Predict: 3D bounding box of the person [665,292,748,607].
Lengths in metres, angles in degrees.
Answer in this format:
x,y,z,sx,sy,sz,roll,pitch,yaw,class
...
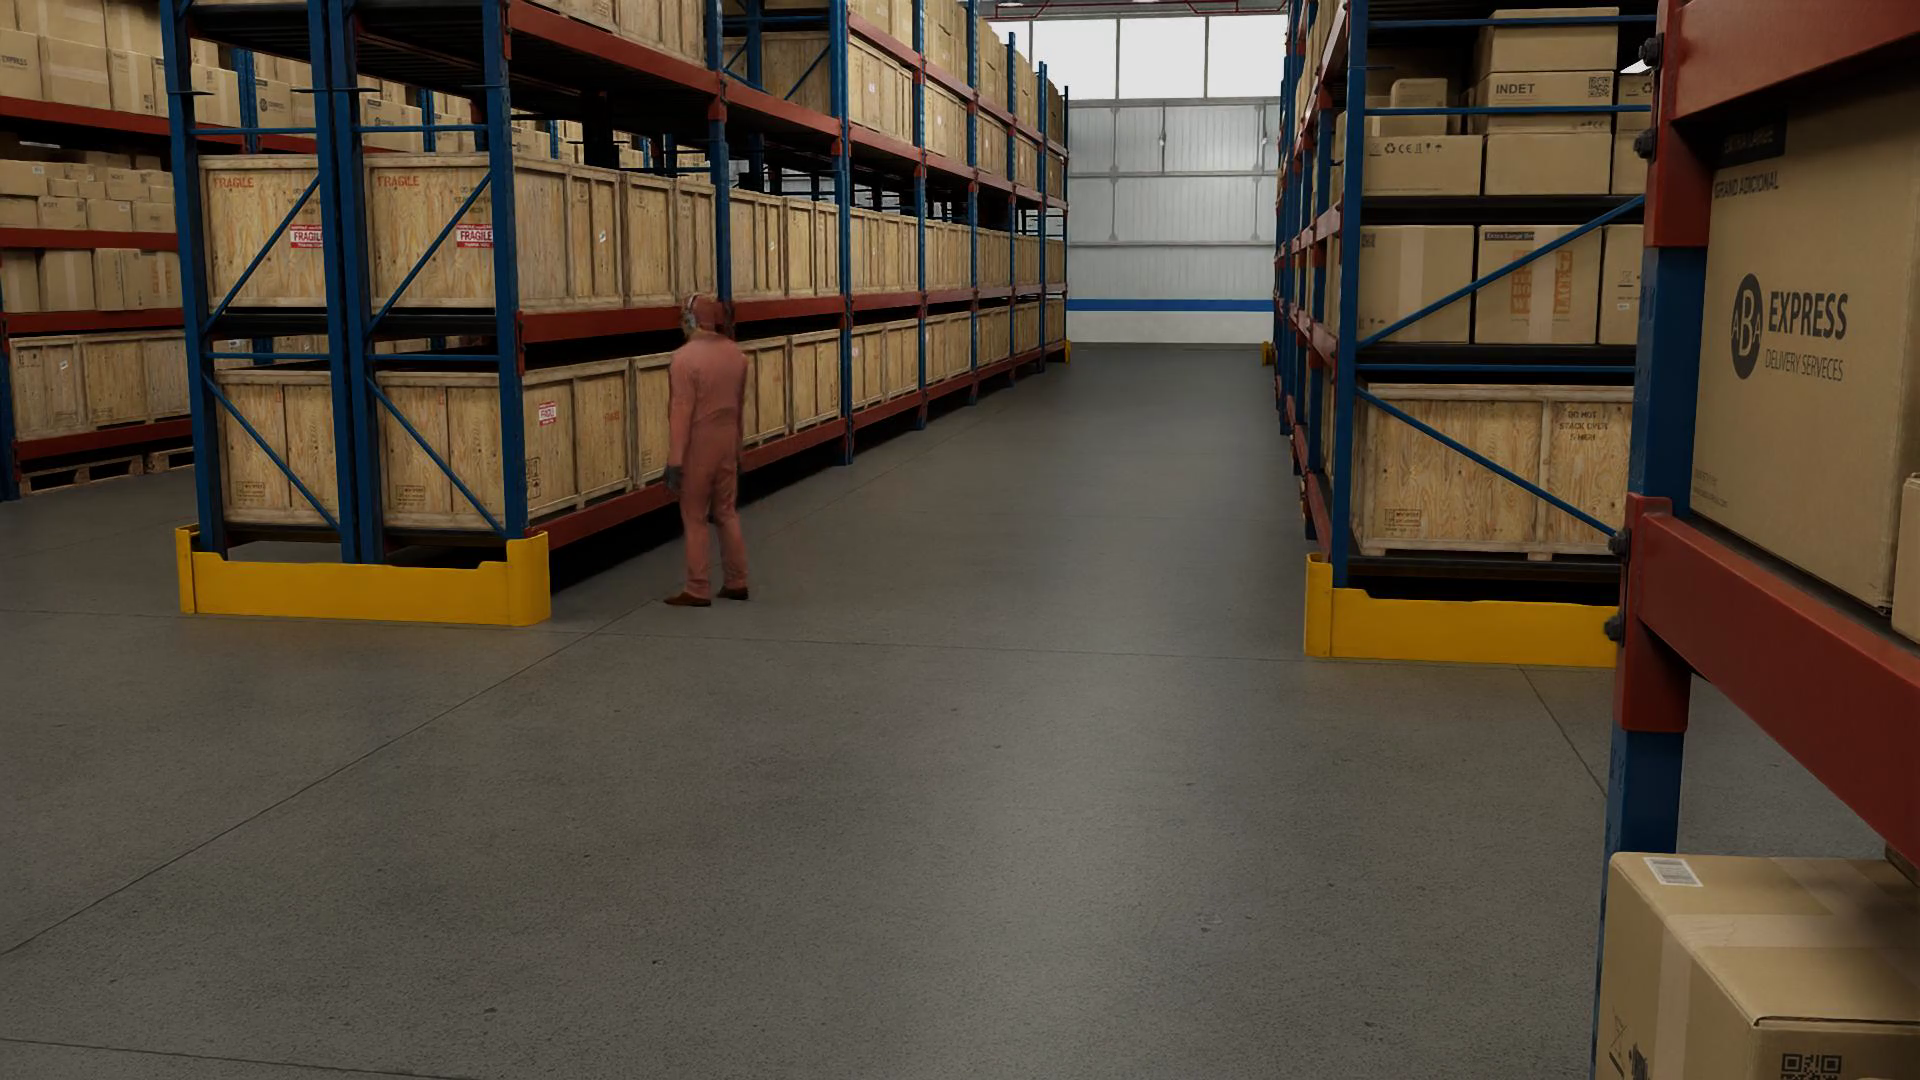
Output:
x,y,z,sx,sy,sz,roll,pitch,yaw,class
-1.565,-0.542,10.094,0.405,1.911,0.651,5,10,29,person

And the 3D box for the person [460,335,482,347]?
x,y,z,sx,sy,sz,roll,pitch,yaw,class
-5.143,-1.848,18.176,0.641,1.905,0.410,-5,10,-27,person
